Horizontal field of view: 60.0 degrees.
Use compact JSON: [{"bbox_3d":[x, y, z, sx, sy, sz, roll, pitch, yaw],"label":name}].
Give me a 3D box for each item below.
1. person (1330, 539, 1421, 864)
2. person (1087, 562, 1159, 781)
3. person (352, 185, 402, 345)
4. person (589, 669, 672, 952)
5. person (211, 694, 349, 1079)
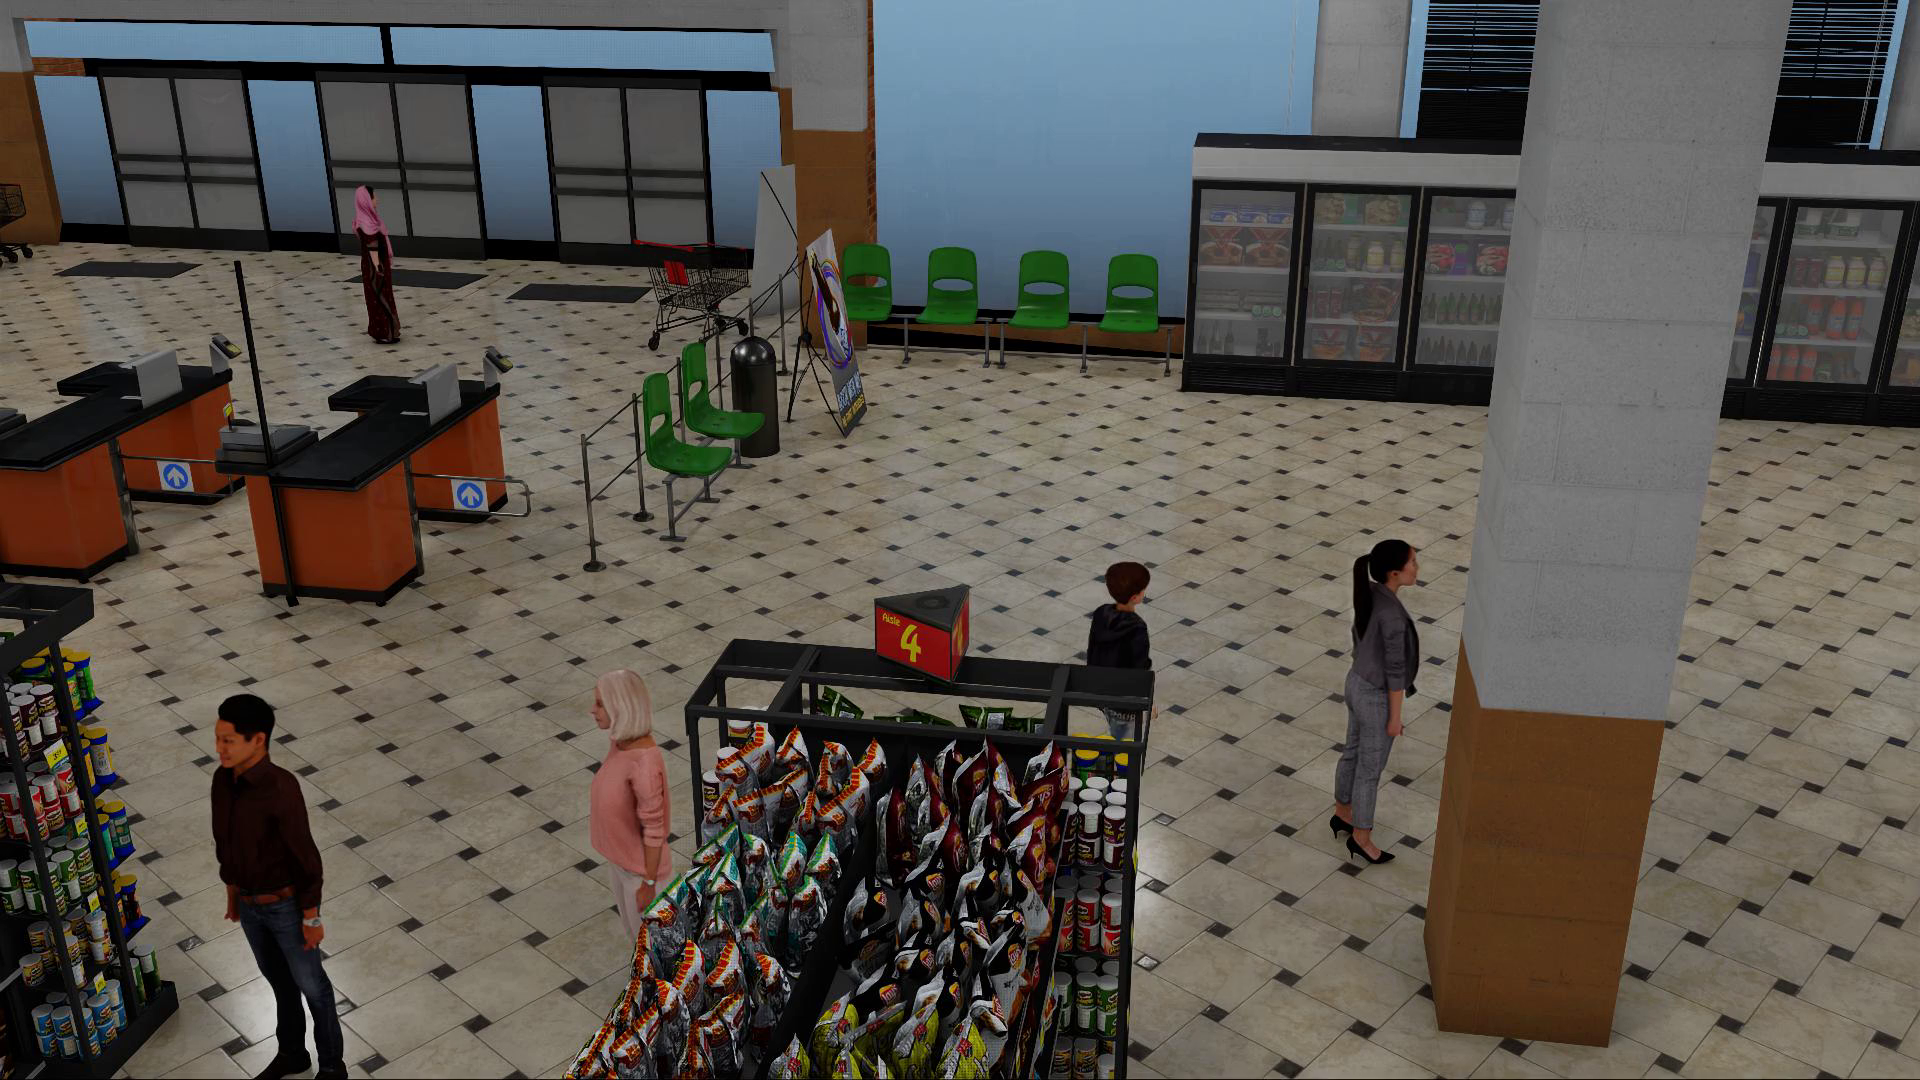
[{"bbox_3d":[2.026,0.776,8.160,0.751,1.677,0.618,-3,22,-8],"label":"person"},{"bbox_3d":[0.758,0.798,8.429,0.713,1.435,0.652,-14,26,-32],"label":"person"},{"bbox_3d":[-6.073,-2.863,17.269,0.817,1.637,0.700,-6,23,-15],"label":"person"},{"bbox_3d":[-1.313,1.303,6.783,0.744,1.725,0.661,-12,25,-27],"label":"person"},{"bbox_3d":[-2.654,1.394,6.483,0.704,1.781,0.645,12,25,27],"label":"person"}]
